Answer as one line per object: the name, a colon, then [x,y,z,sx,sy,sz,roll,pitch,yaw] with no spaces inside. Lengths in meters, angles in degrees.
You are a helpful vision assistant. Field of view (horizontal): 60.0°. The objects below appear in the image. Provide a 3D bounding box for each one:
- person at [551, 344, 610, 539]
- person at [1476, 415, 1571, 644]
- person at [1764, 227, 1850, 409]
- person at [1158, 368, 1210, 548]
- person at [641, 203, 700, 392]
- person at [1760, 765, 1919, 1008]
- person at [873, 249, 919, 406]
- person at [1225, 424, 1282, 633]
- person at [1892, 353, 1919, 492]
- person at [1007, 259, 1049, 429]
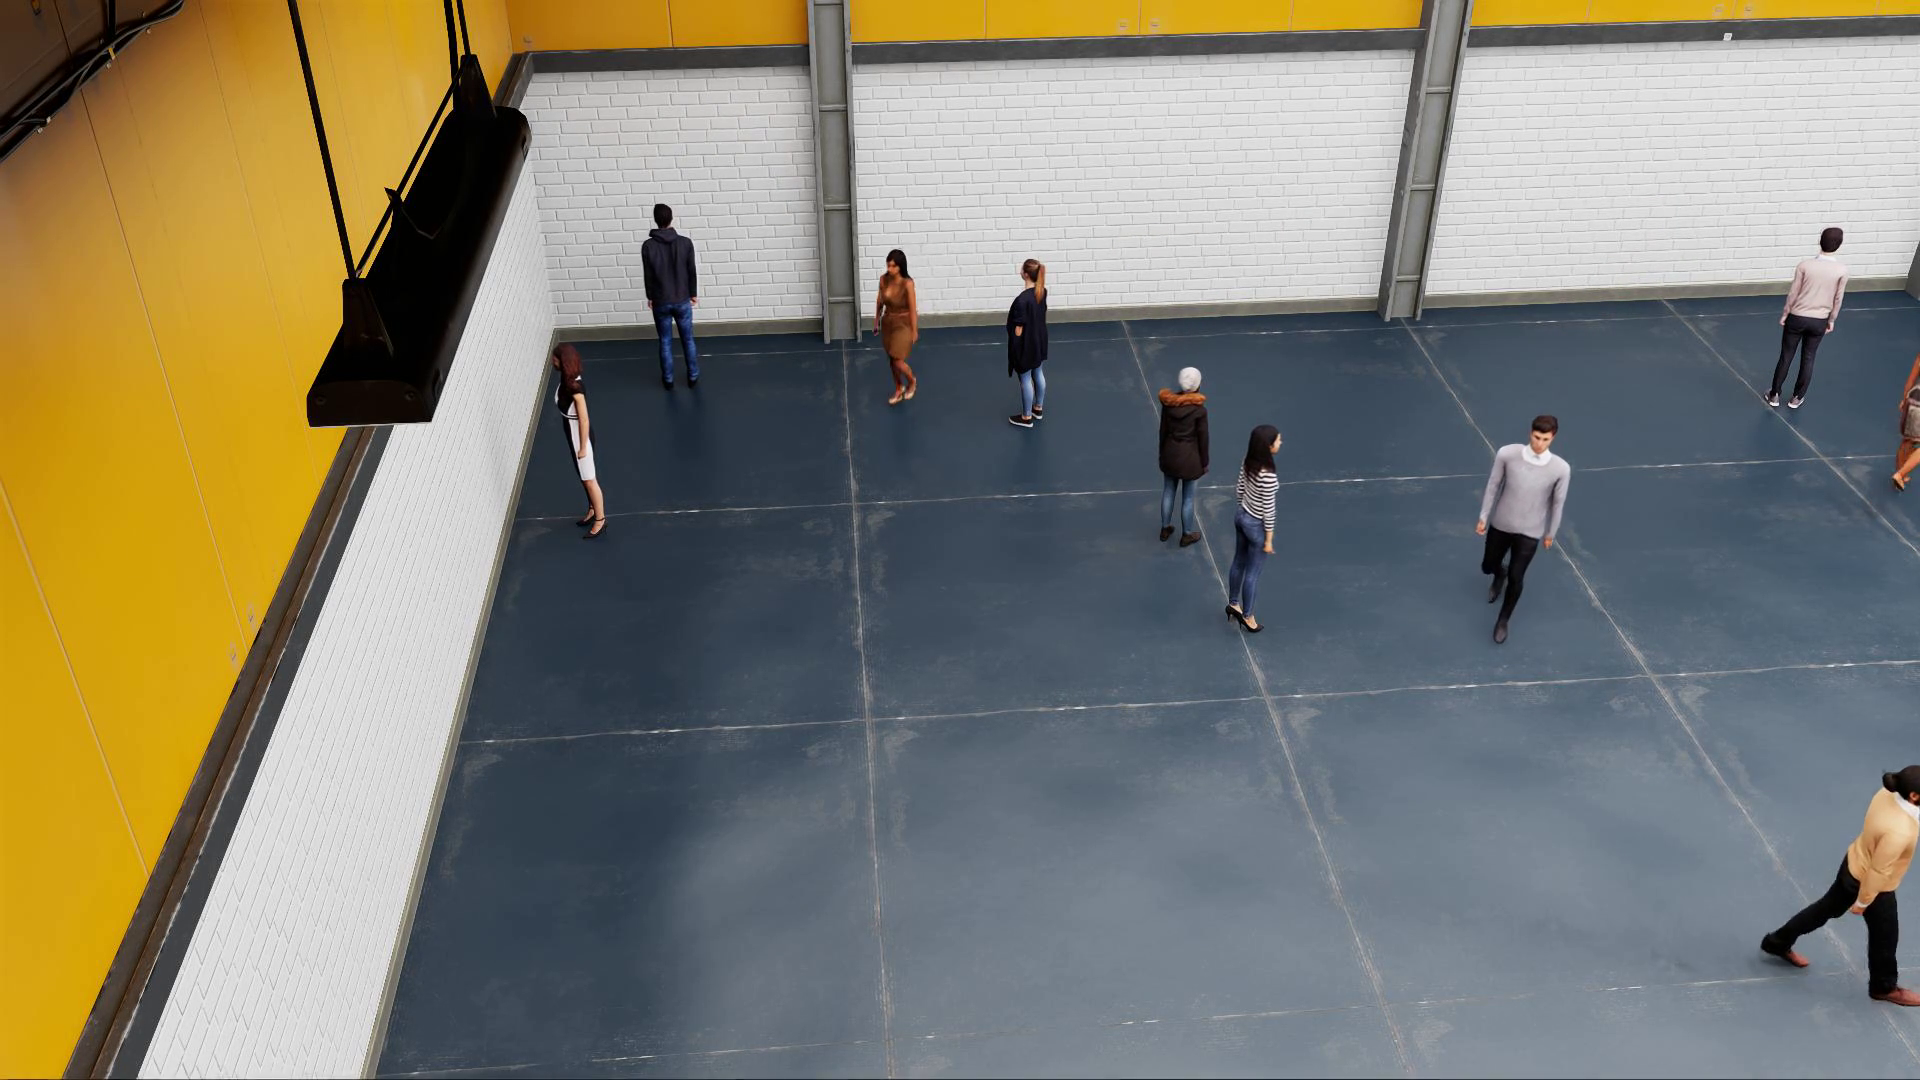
person: [-3.185,-0.832,13.931,0.586,1.795,0.629,-12,35,-17]
person: [4.318,-0.159,12.821,1.078,1.903,1.103,18,37,24]
person: [8.079,-2.120,15.858,0.620,1.807,0.761,12,35,17]
person: [1.857,-0.693,13.864,0.733,1.636,0.808,20,39,28]
person: [-2.800,-2.340,16.115,0.605,1.888,0.775,-11,35,-16]
person: [5.261,1.974,9.781,1.233,1.715,0.944,10,35,14]
person: [-0.526,-2.023,15.837,0.798,1.667,0.741,-27,42,-35]
person: [2.259,-0.092,12.817,0.580,1.796,0.626,-11,35,-17]
person: [8.391,-1.117,14.502,0.926,1.636,0.852,-23,40,-30]
person: [0.659,-1.852,15.566,0.770,1.683,0.713,24,41,32]
